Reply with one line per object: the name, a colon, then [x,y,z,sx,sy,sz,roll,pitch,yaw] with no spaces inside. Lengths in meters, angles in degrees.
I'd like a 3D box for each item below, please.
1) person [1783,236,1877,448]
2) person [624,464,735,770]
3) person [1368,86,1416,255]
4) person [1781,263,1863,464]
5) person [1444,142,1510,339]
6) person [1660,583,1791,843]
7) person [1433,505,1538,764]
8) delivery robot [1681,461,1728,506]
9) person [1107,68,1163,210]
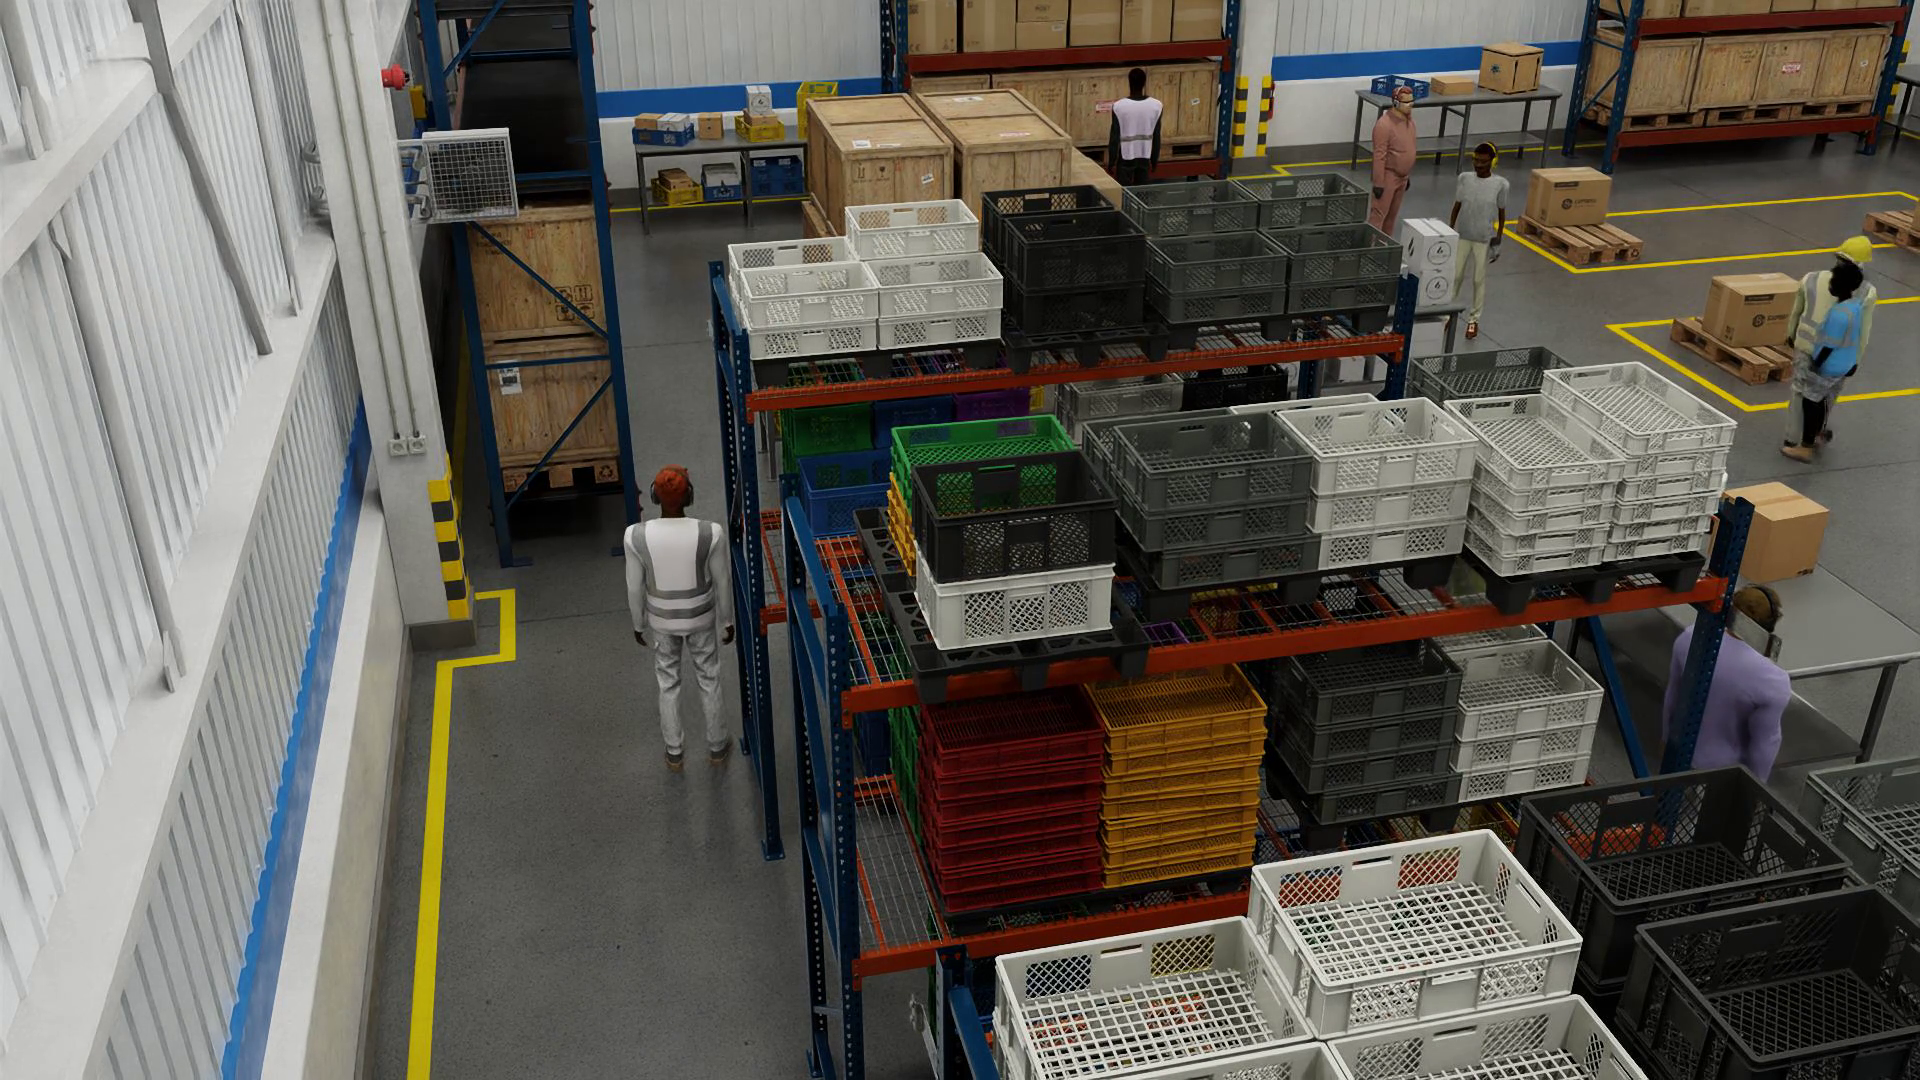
person: [6.964,-1.581,13.375,0.625,1.807,0.586,20,34,33]
person: [-1.571,0.453,9.443,0.584,1.879,0.337,-2,28,-4]
person: [4.557,-3.806,17.497,0.409,1.908,0.640,23,35,37]
person: [6.892,-1.410,13.196,0.374,1.672,0.629,22,35,36]
person: [4.845,-2.826,15.681,0.533,1.864,0.310,16,32,28]
person: [3.713,1.079,8.205,0.363,1.932,0.630,-13,30,-23]
person: [3.100,0.356,9.735,0.659,1.793,0.896,8,29,14]
delivery robot: [5.333,-0.437,12.446,0.707,0.478,0.477,-3,28,-5]
person: [1.909,-4.193,18.234,0.594,1.909,0.407,-8,29,-14]
